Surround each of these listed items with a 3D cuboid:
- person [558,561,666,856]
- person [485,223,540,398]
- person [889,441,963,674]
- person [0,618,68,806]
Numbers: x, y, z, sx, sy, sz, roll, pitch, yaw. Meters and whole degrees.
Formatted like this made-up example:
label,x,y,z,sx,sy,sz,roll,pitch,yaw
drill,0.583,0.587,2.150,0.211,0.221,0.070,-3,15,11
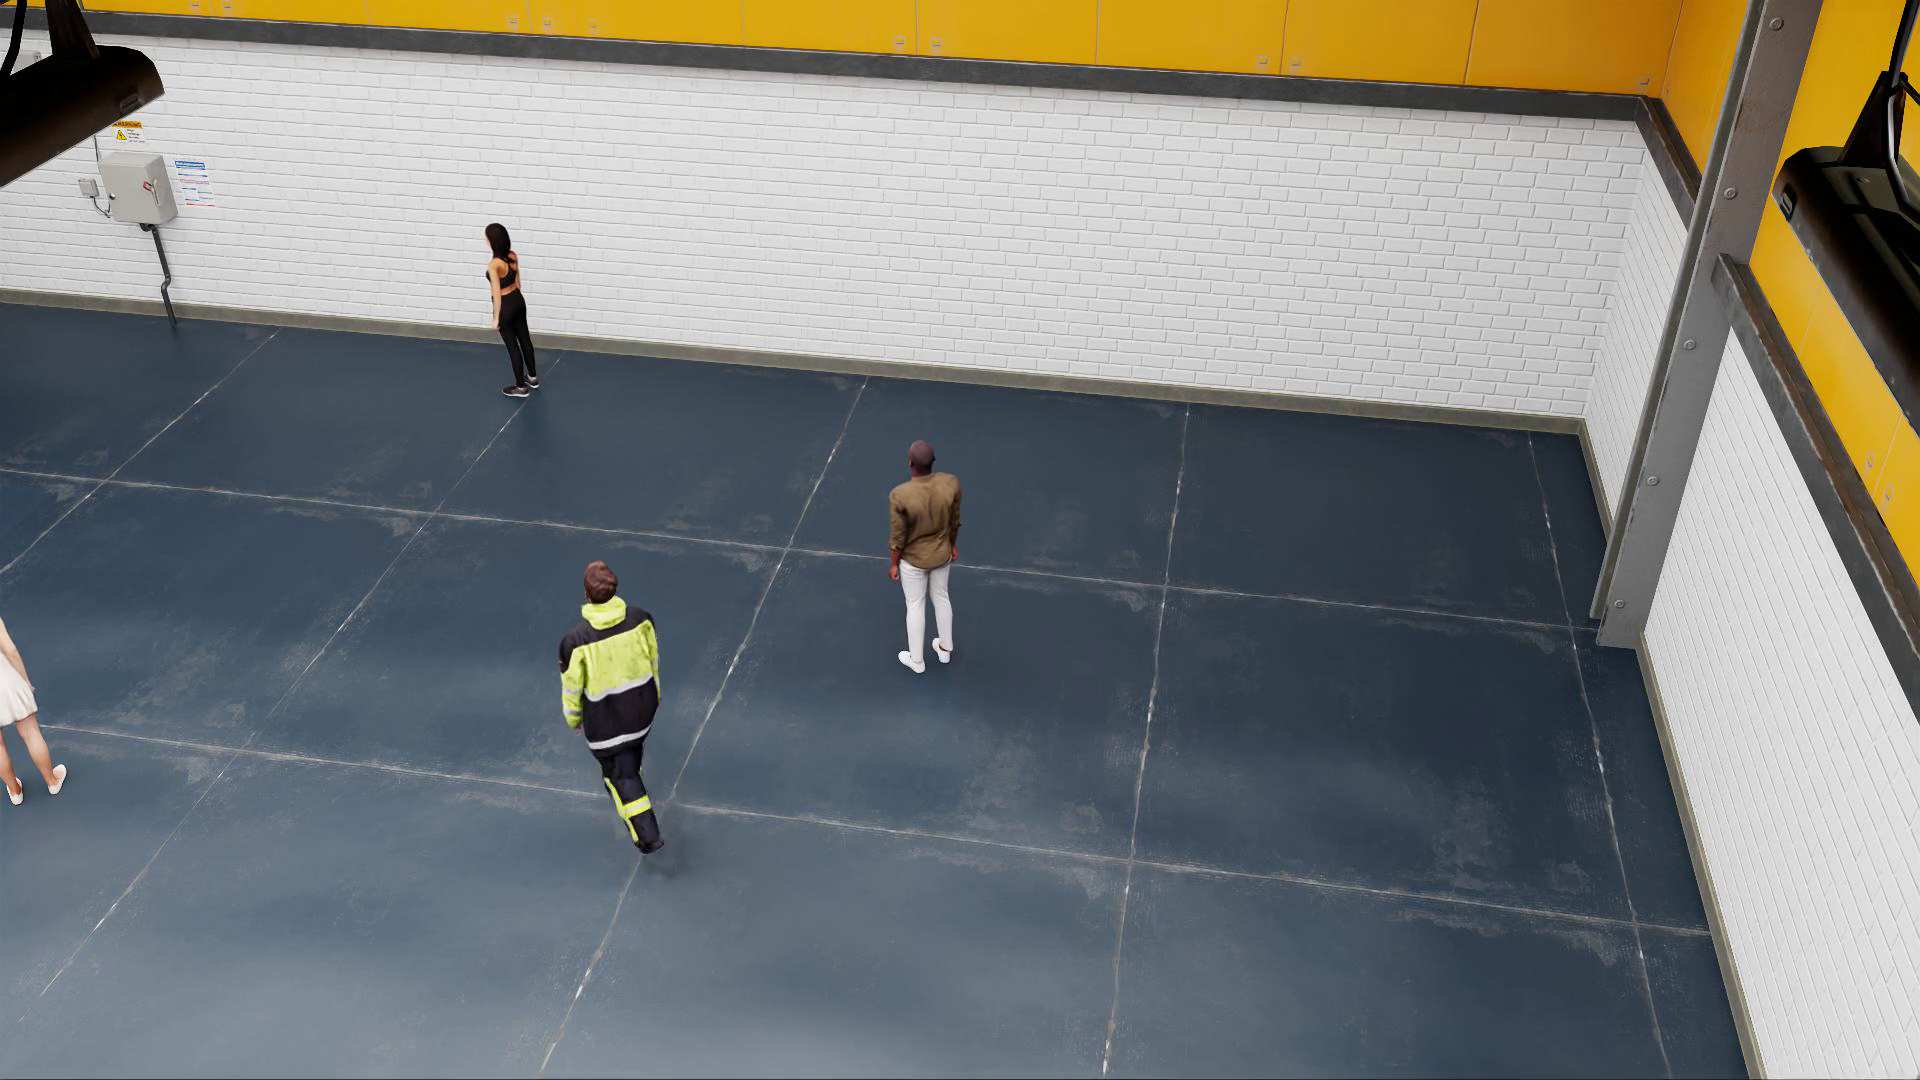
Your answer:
label,x,y,z,sx,sy,sz,roll,pitch,yaw
person,-2.037,1.034,10.000,1.259,1.953,1.300,-23,40,-31
person,-4.043,-2.075,14.957,0.669,1.643,0.506,14,36,20
person,-0.239,0.113,11.501,0.797,1.825,0.823,-17,37,-23
person,-6.051,0.920,10.393,0.647,1.708,0.681,-15,36,-21
